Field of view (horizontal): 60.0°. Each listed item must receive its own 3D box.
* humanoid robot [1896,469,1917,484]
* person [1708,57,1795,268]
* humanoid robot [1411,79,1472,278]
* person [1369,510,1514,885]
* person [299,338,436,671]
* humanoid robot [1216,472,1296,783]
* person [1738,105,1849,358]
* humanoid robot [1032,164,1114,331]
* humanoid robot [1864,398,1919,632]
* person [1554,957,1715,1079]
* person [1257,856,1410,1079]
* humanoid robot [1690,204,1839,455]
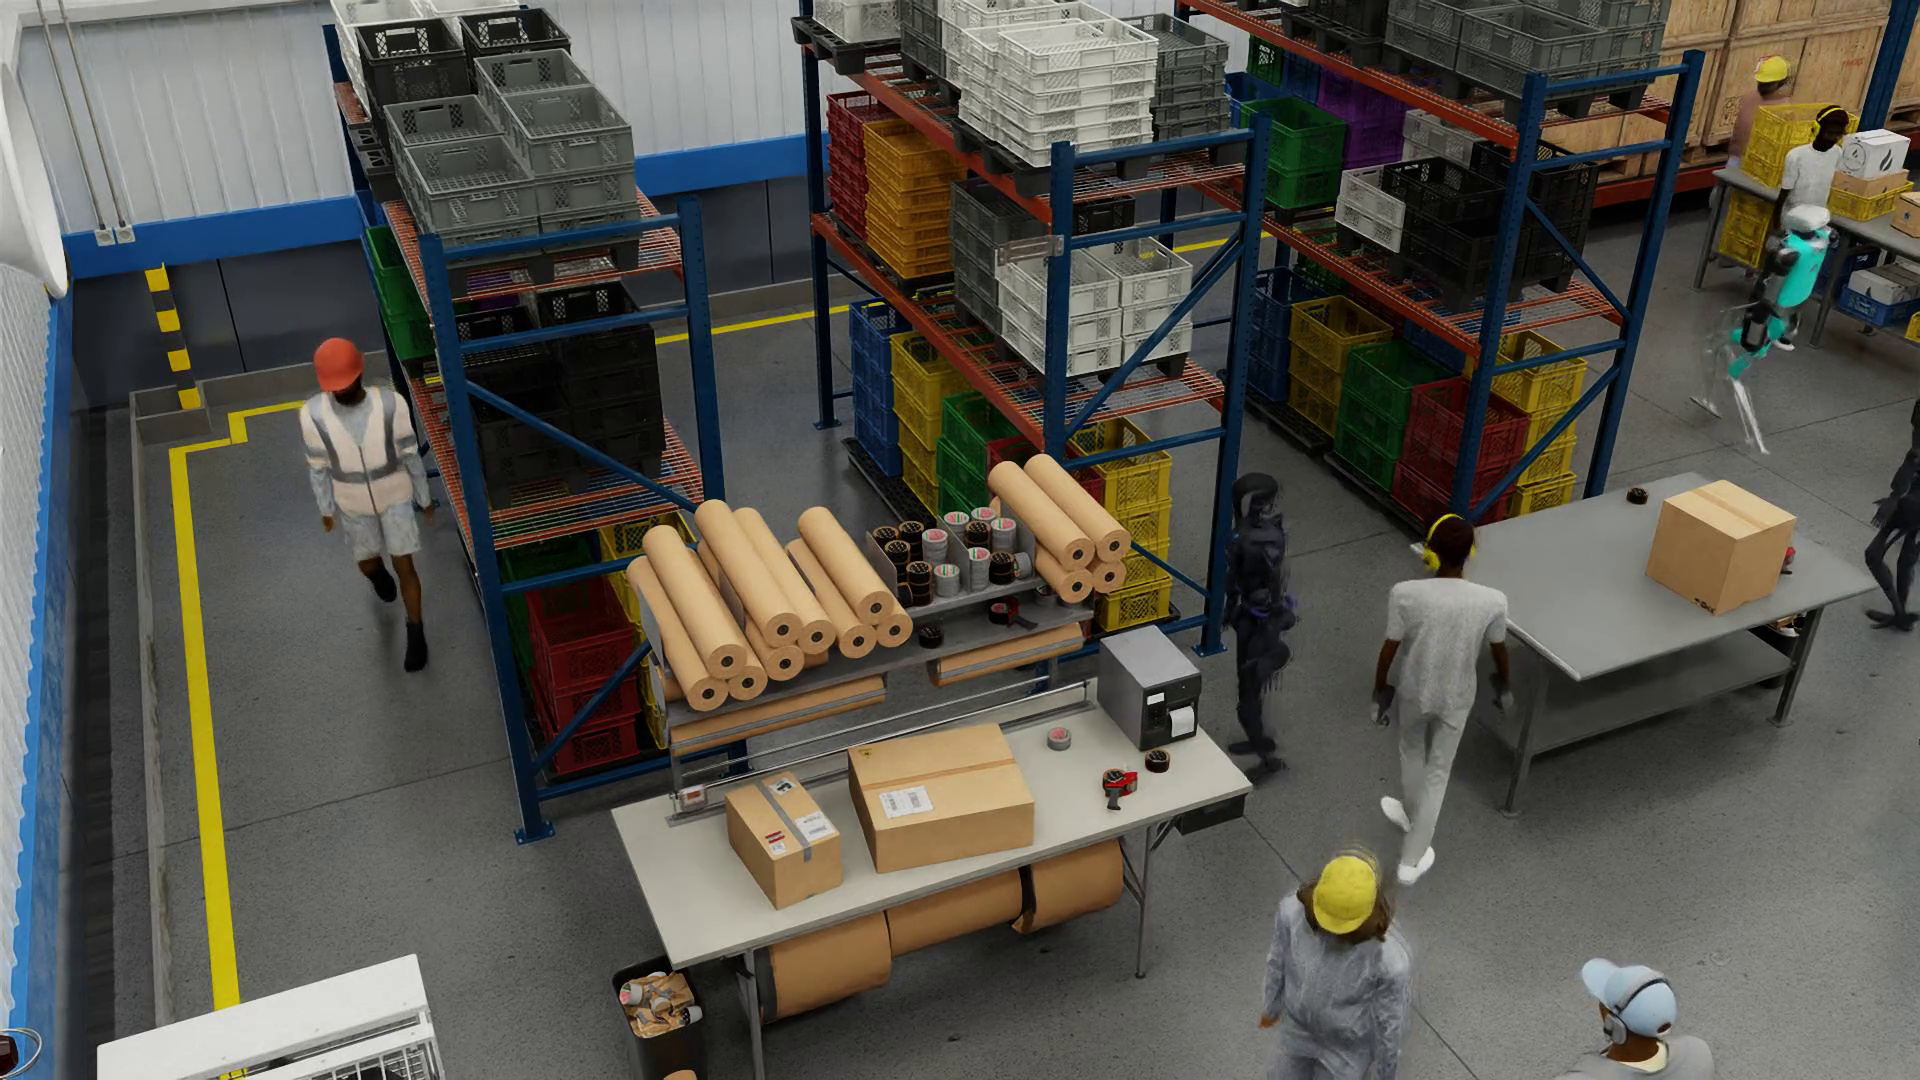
[{"bbox_3d":[6.182,-0.914,10.068,0.560,1.768,0.902,1,32,2],"label":"humanoid robot"},{"bbox_3d":[6.381,-3.041,13.488,0.484,1.748,0.535,-16,35,-24],"label":"person"},{"bbox_3d":[3.841,-2.940,13.392,0.599,1.653,0.315,-13,34,-20],"label":"humanoid robot"},{"bbox_3d":[2.141,0.688,7.355,0.627,1.839,0.576,9,33,14],"label":"person"},{"bbox_3d":[-3.123,-0.269,8.853,0.577,1.906,0.741,-9,33,-14],"label":"person"},{"bbox_3d":[1.437,0.406,7.970,0.393,1.635,0.596,-7,32,-11],"label":"humanoid robot"},{"bbox_3d":[6.085,-2.241,12.091,0.515,1.865,0.330,-12,34,-19],"label":"person"},{"bbox_3d":[0.884,-2.219,12.298,0.797,1.642,0.591,-9,33,-14],"label":"humanoid robot"},{"bbox_3d":[5.271,-0.257,9.054,0.627,1.626,0.474,-20,37,-29],"label":"humanoid robot"},{"bbox_3d":[1.956,2.009,5.197,0.589,1.853,0.375,-13,34,-19],"label":"person"},{"bbox_3d":[1.323,1.695,5.838,0.527,1.709,0.555,23,38,32],"label":"person"},{"bbox_3d":[5.123,-1.455,10.944,0.610,1.765,0.918,-17,35,-25],"label":"humanoid robot"}]
